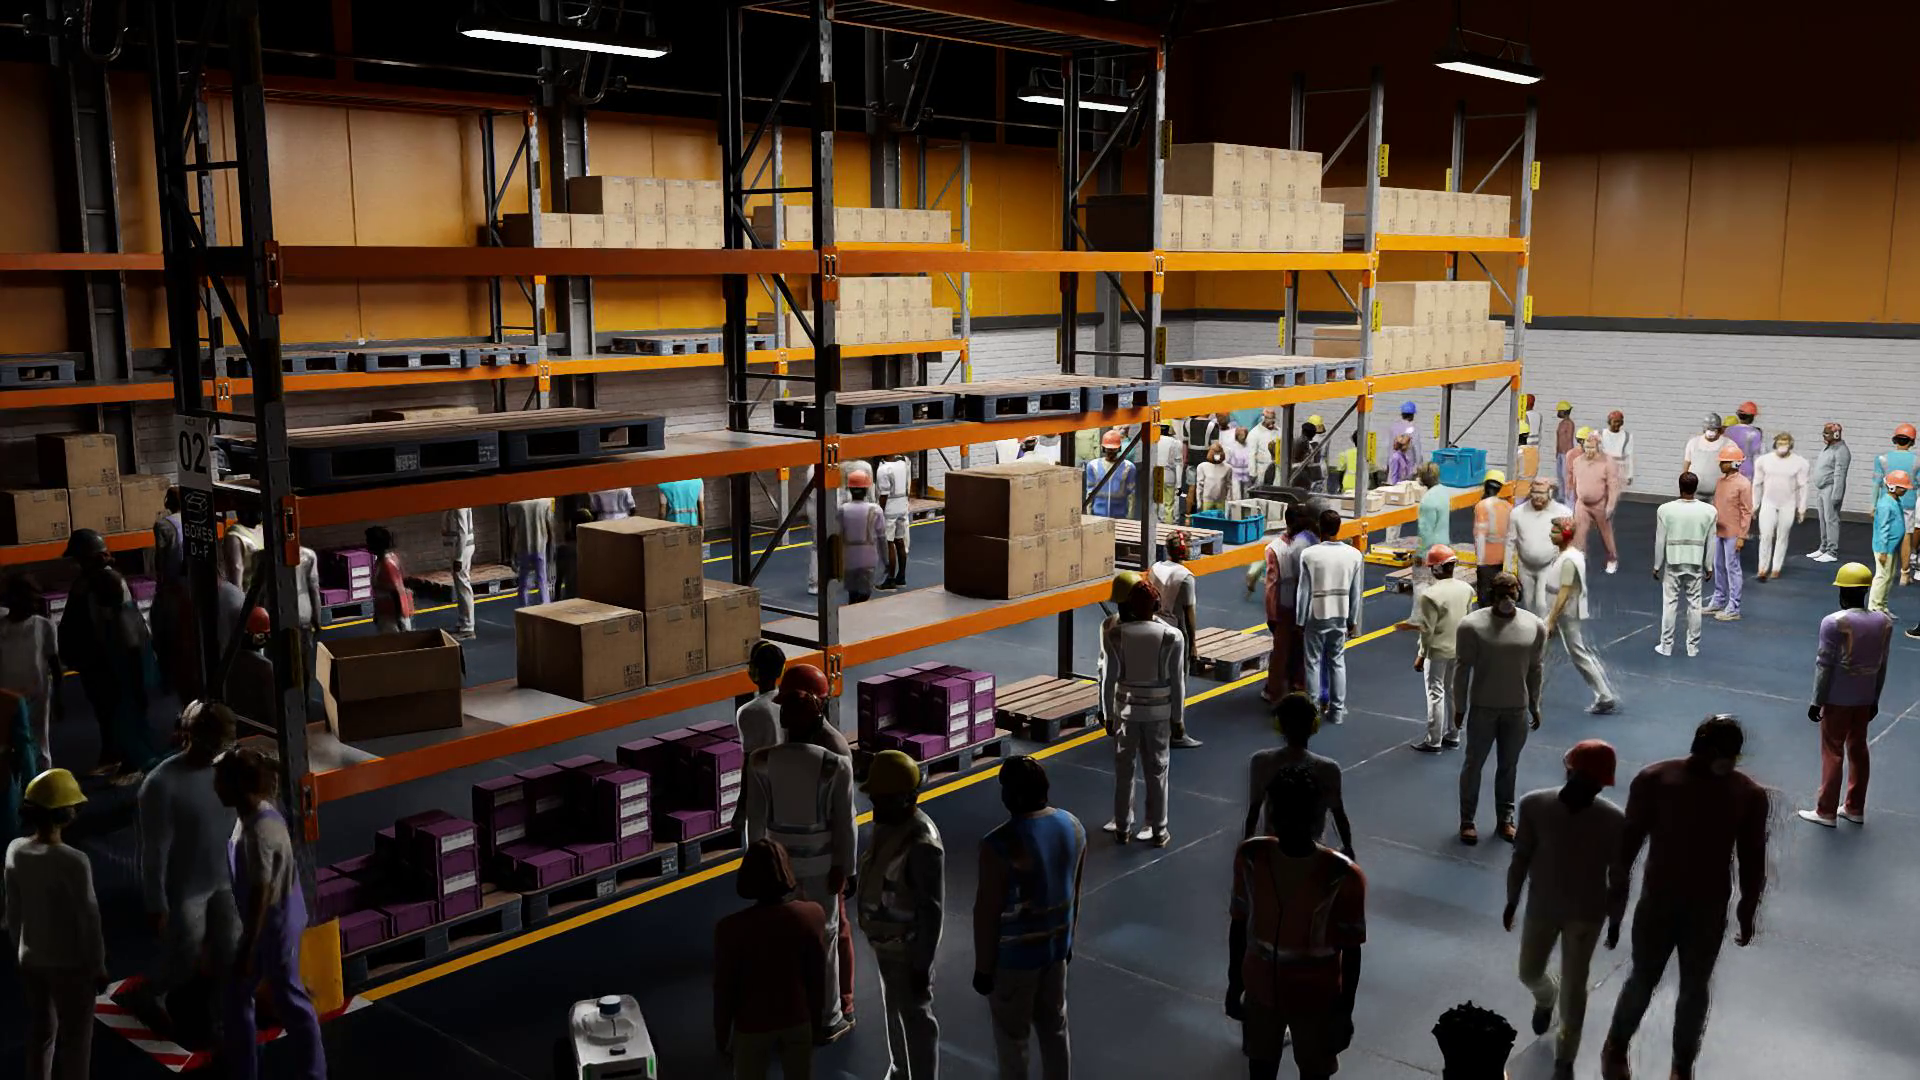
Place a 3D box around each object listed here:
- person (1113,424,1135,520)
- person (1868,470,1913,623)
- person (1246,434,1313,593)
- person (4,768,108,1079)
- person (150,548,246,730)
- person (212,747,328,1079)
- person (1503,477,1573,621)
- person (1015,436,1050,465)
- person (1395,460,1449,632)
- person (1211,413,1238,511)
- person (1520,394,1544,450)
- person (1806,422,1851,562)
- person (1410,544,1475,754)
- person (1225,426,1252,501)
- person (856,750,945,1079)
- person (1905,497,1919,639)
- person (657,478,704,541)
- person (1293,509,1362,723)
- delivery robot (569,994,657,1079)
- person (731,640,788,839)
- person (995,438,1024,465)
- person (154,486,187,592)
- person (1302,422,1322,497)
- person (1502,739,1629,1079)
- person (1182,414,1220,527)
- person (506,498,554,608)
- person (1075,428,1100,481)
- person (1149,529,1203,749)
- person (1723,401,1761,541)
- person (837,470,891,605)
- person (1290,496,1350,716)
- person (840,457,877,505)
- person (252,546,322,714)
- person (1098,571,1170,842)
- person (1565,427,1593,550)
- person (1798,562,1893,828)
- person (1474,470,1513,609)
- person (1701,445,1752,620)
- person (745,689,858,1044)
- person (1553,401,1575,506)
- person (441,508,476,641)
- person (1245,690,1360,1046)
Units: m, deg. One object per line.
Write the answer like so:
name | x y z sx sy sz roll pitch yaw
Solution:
person | 2.186 -0.694 22.816 0.409 1.913 0.648 1 10 8
person | 10.492 0.071 18.758 0.349 1.740 0.574 8 13 41
person | 3.894 -0.291 20.020 0.780 2.000 0.710 -8 12 -39
person | -4.142 1.916 7.683 0.535 1.763 0.329 4 10 25
person | -5.716 0.942 12.659 0.685 2.000 0.544 0 10 -2
person | -3.359 1.871 7.807 0.729 1.805 0.497 -7 12 -34
person | 5.848 0.306 16.931 0.667 1.874 0.798 6 11 31
person | 0.868 -0.424 20.983 0.611 1.985 0.393 -9 13 -43
person | 5.134 0.078 18.183 0.623 1.921 0.650 5 11 28
person | 4.133 -1.310 26.555 0.603 1.885 0.863 2 10 12
person | 9.455 -1.493 27.708 0.567 1.878 0.352 -5 11 -29
person | 11.812 -0.652 22.615 0.401 1.900 0.642 2 10 9
person | 3.983 0.900 13.792 0.561 1.743 0.335 -6 11 -33
person | 4.236 -0.937 25.138 0.510 1.611 0.638 -1 10 -6
person | -0.281 1.864 7.785 0.403 1.827 0.599 -4 10 -21
person | 10.531 0.107 17.913 0.609 1.958 0.366 -1 10 -4
person | -3.277 -0.117 19.561 0.573 1.843 0.374 -5 11 -29
person | 3.235 0.683 14.614 0.600 1.908 0.397 -3 10 -16
delivery robot | -1.665 2.425 7.955 0.477 0.478 0.707 -3 10 -18
person | -1.120 1.510 9.777 0.521 1.874 0.328 -9 13 -44
person | 0.745 -0.829 23.840 0.563 1.837 0.388 9 13 42
person | -7.801 0.374 16.681 0.350 1.835 0.519 8 13 41
person | 5.208 -0.912 24.778 0.320 1.693 0.535 7 12 35
person | 3.038 1.825 8.349 0.586 1.712 0.579 5 11 25
person | 3.696 -1.186 25.410 0.613 2.031 0.403 6 11 31
person | -4.685 0.124 18.202 0.518 1.822 0.878 -4 10 -22
person | 2.004 -1.306 26.922 0.525 1.760 0.341 0 10 2
person | 1.780 0.826 13.935 0.387 1.846 0.566 -5 11 -29
person | 11.433 -1.011 24.320 0.380 2.043 0.607 -5 11 -29
person | -1.031 0.213 17.452 0.568 1.890 0.980 2 10 10
person | 3.252 0.563 14.924 0.541 2.000 0.717 5 11 28
person | -1.322 -0.516 22.288 0.517 1.726 0.461 6 11 34
person | -5.931 0.682 14.699 0.548 1.905 0.745 -6 11 -30
person | 1.216 1.158 11.765 0.591 1.912 0.398 7 12 37
person | 8.729 -0.718 23.419 0.521 1.760 0.337 -5 11 -26
person | 6.392 1.115 12.005 0.581 1.919 0.386 -3 10 -17
person | 5.546 0.216 17.503 0.767 1.874 0.429 -9 13 -42
person | 8.736 -0.089 18.949 0.390 1.992 0.624 -1 10 -7
person | -0.817 1.691 8.657 0.584 1.882 0.337 1 10 8
person | 10.064 -1.441 27.743 0.348 1.759 0.540 0 10 0
person | -5.410 0.141 17.907 0.351 1.884 0.581 -4 10 -20
person | 1.834 1.700 8.798 0.551 1.822 0.898 7 12 36
